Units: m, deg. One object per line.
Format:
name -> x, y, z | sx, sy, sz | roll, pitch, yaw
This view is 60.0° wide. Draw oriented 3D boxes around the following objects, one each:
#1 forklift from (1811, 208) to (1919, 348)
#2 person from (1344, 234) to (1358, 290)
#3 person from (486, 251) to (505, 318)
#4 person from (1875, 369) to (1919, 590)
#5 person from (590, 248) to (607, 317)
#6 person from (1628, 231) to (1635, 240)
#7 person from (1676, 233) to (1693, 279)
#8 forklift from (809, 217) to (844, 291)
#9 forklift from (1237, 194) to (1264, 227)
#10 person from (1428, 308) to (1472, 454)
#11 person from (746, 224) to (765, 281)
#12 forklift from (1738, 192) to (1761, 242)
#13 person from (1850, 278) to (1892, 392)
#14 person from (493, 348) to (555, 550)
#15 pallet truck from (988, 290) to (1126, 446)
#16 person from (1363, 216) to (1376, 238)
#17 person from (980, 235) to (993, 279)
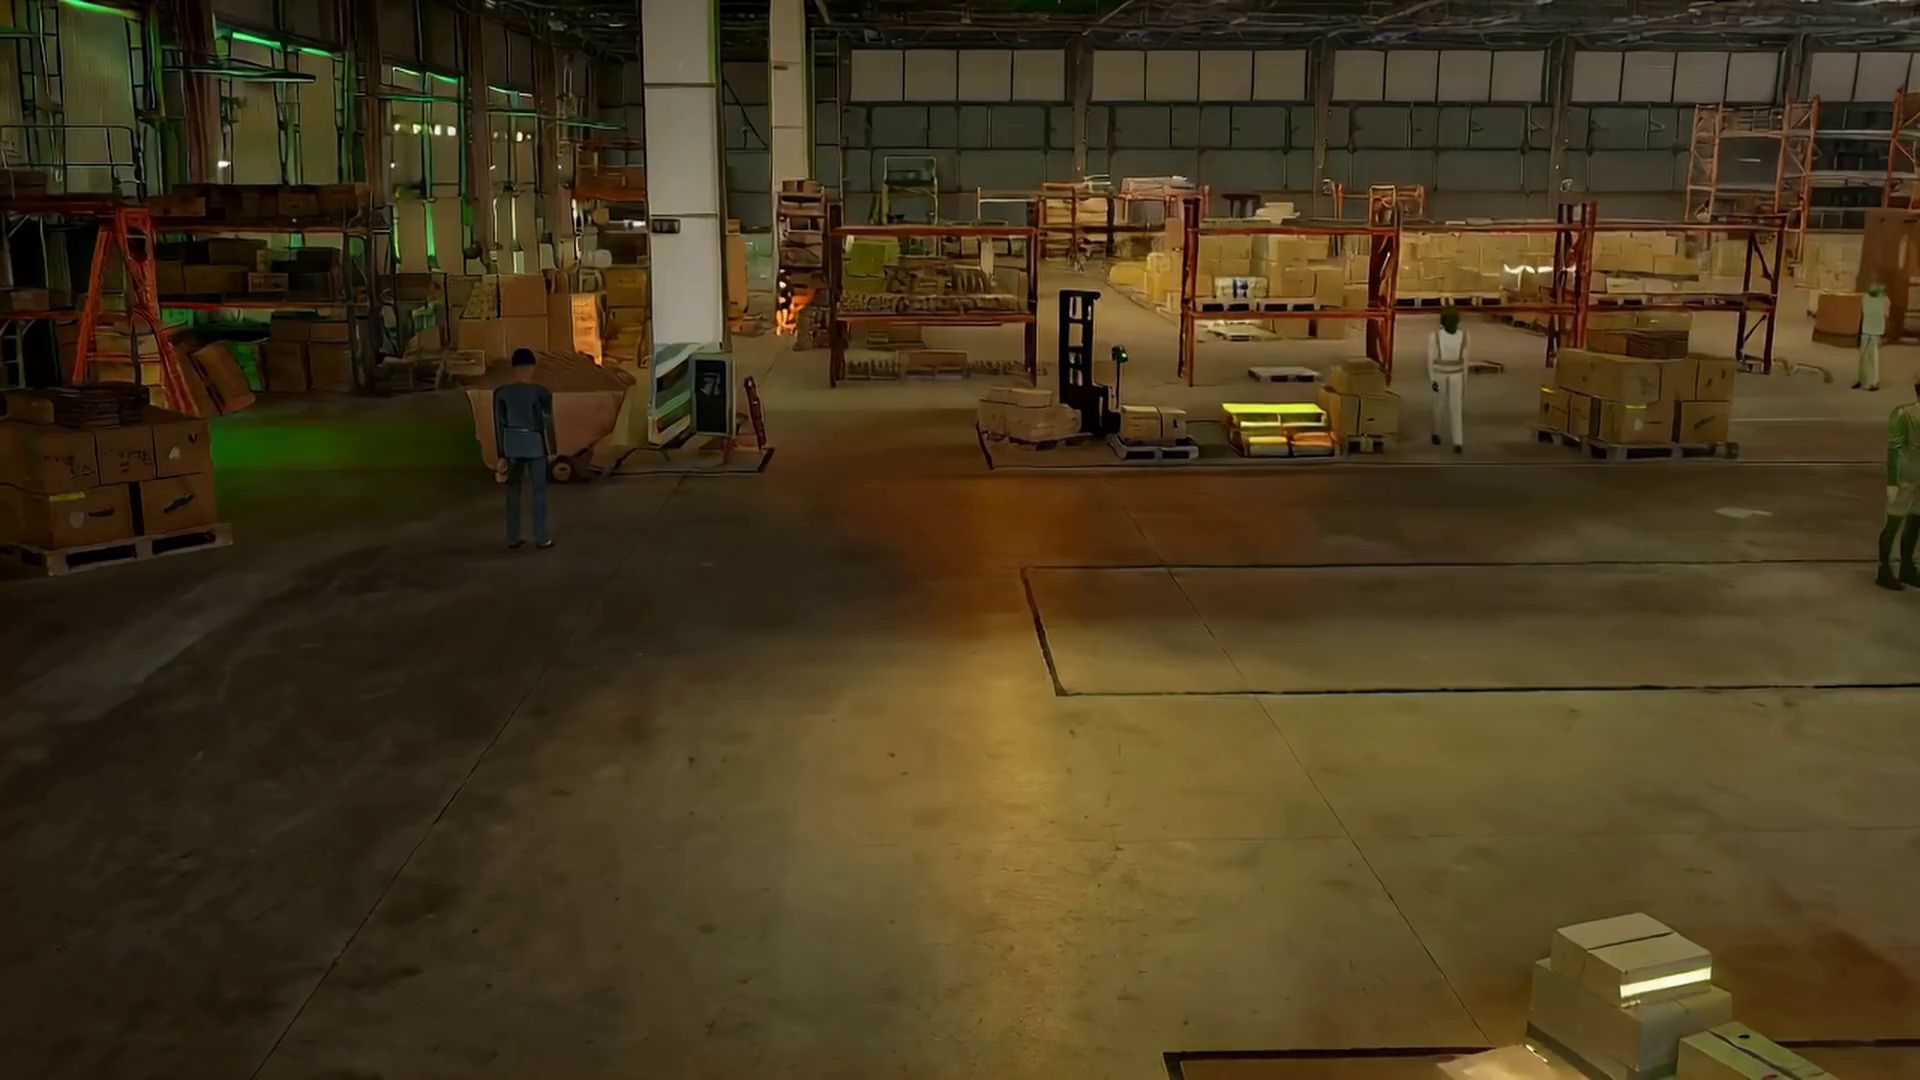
forklift -> 18.687, -5.365, 33.945 | 1.873, 2.768, 1.129 | 0, 12, -2
person -> 11.952, -8.616, 50.764 | 0.357, 1.938, 0.637 | 10, 16, 39
person -> -11.445, -6.265, 40.860 | 0.522, 1.632, 0.313 | 10, 16, 37
person -> 8.198, -0.534, 14.281 | 0.544, 1.937, 0.358 | -4, 13, -17
person -> -8.950, -6.349, 41.080 | 0.535, 1.699, 0.318 | 8, 15, 32
person -> 19.867, -8.218, 49.112 | 0.868, 1.884, 0.611 | 7, 14, 28
person -> 20.729, -7.851, 47.581 | 0.464, 1.816, 0.647 | 1, 13, 4
forklift -> -4.375, -8.619, 48.637 | 1.873, 2.768, 1.129 | 0, 12, -2
forklift -> 9.737, -10.261, 56.049 | 1.129, 2.768, 1.873 | -8, 15, -33
person -> 6.289, -2.066, 21.443 | 0.562, 1.838, 0.957 | 1, 13, 5
person -> -6.824, -9.454, 54.701 | 0.931, 1.872, 0.609 | -3, 13, -11
forklift -> 28.541, -11.208, 60.324 | 1.873, 2.768, 1.129 | 0, 12, -2
person -> 14.930, -3.358, 27.221 | 0.321, 1.859, 0.512 | -7, 14, -28
person -> -4.110, -0.854, 15.780 | 0.582, 1.919, 0.394 | 1, 13, 3
pallet truck -> 1.257, -2.299, 22.111 | 1.885, 1.965, 0.823 | -9, 15, -35
person -> 14.890, -10.732, 60.188 | 0.622, 1.993, 0.382 | 3, 13, 15
person -> 0.789, -7.992, 47.945 | 0.361, 1.939, 0.635 | -5, 13, -21
